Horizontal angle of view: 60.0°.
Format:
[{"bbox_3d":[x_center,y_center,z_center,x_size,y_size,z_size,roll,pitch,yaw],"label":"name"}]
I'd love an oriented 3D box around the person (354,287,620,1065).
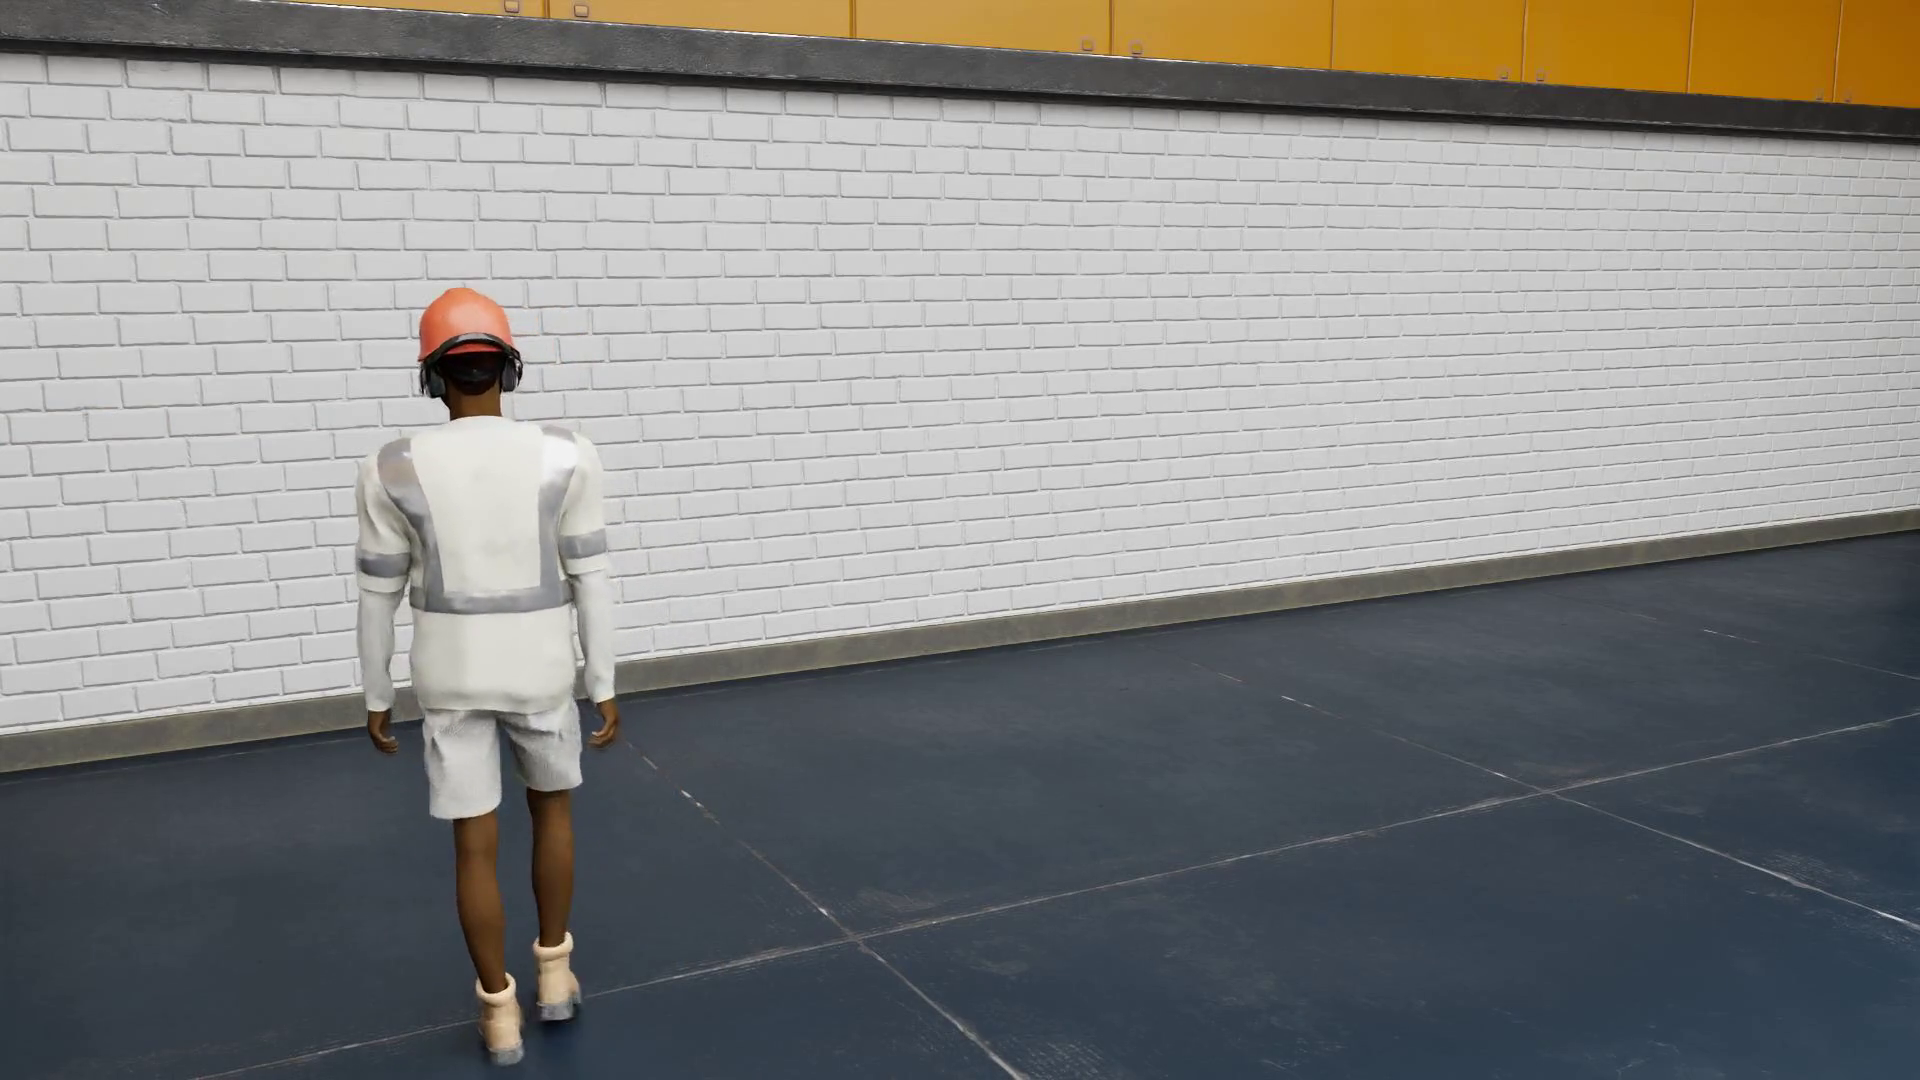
[{"bbox_3d":[-1.257,0.352,4.433,0.648,2.029,0.571,-3,10,-17],"label":"person"}]
